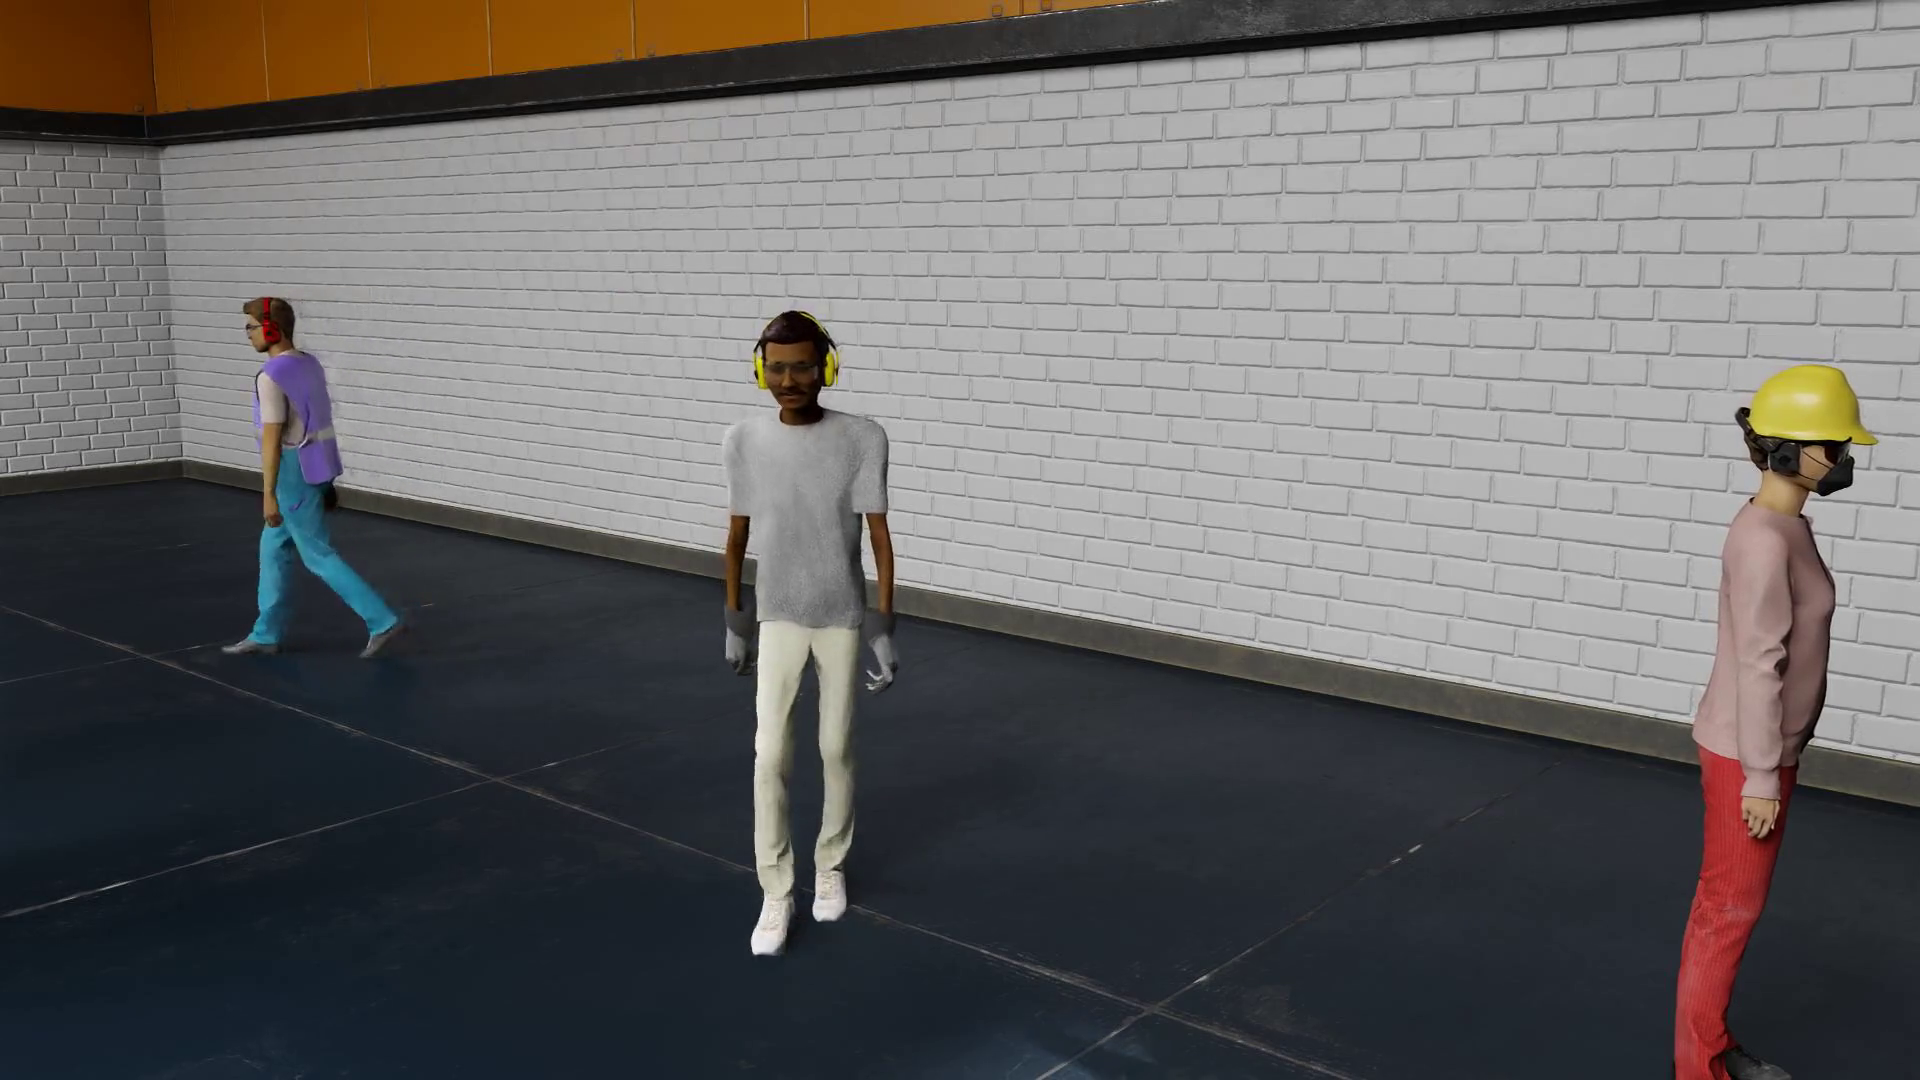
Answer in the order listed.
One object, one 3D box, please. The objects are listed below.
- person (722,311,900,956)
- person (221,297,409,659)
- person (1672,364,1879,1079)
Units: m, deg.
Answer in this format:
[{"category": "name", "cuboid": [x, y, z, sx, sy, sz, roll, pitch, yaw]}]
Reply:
[{"category": "person", "cuboid": [-0.436, 0.268, 4.814, 0.523, 1.842, 0.721, 0, 10, -2]}, {"category": "person", "cuboid": [-3.194, -0.290, 8.144, 0.931, 1.802, 0.566, 0, 10, -3]}, {"category": "person", "cuboid": [1.855, 0.483, 3.812, 0.323, 1.767, 0.533, 5, 11, 27]}]
